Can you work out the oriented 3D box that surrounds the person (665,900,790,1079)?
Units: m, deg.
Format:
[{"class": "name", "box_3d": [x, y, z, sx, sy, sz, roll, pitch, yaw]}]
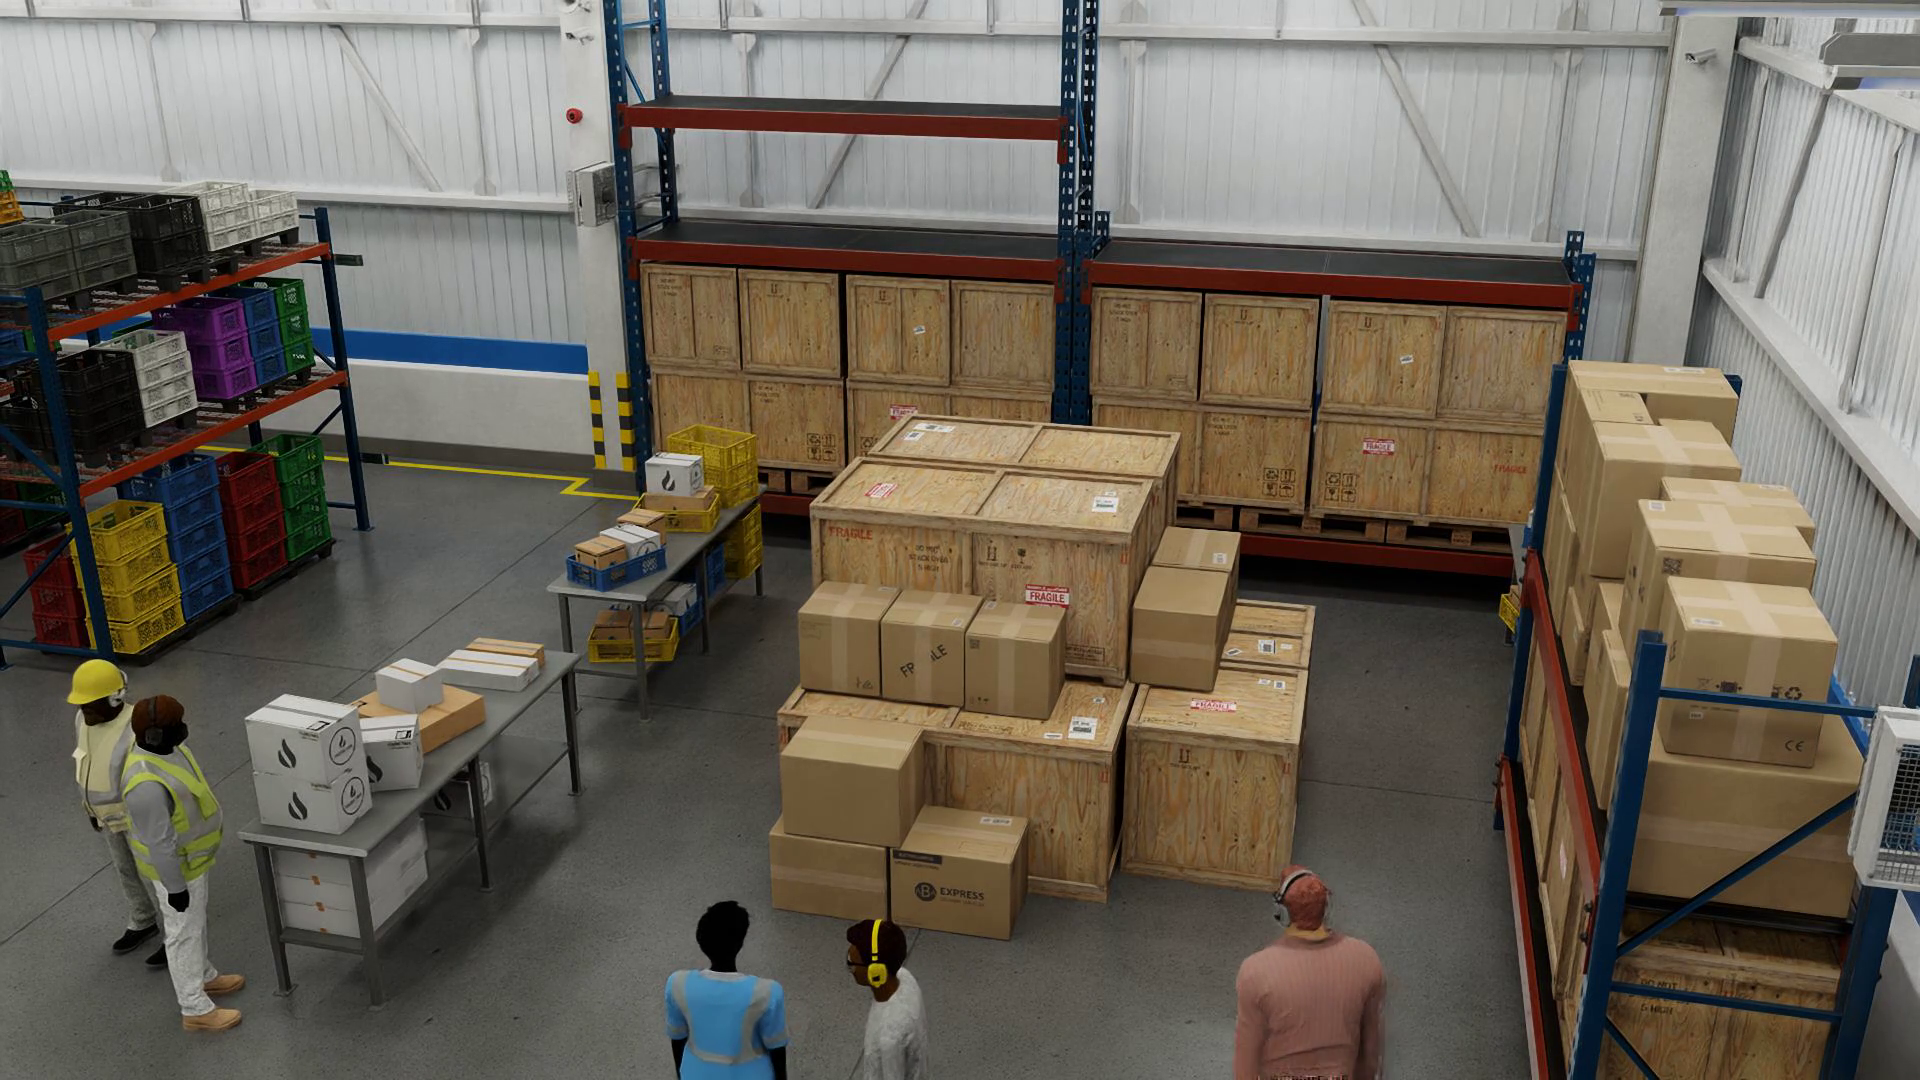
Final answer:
[{"class": "person", "box_3d": [-0.972, 2.299, 7.024, 0.537, 1.689, 0.323, 4, 21, 12]}]

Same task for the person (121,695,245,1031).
[{"class": "person", "box_3d": [-3.988, 1.638, 8.538, 0.429, 1.841, 0.634, -7, 22, -17]}]

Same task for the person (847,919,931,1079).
[{"class": "person", "box_3d": [-0.271, 2.343, 6.682, 0.332, 1.857, 0.517, 0, 21, 1]}]

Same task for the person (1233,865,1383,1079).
[{"class": "person", "box_3d": [1.429, 2.245, 6.963, 0.676, 1.848, 0.828, -4, 21, -10]}]

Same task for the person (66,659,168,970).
[{"class": "person", "box_3d": [-4.516, 1.468, 9.013, 0.594, 1.823, 0.403, 12, 24, 29]}]

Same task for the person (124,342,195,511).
[{"class": "person", "box_3d": [-7.190, -0.852, 14.919, 0.635, 1.937, 0.353, 0, 21, 0]}]
